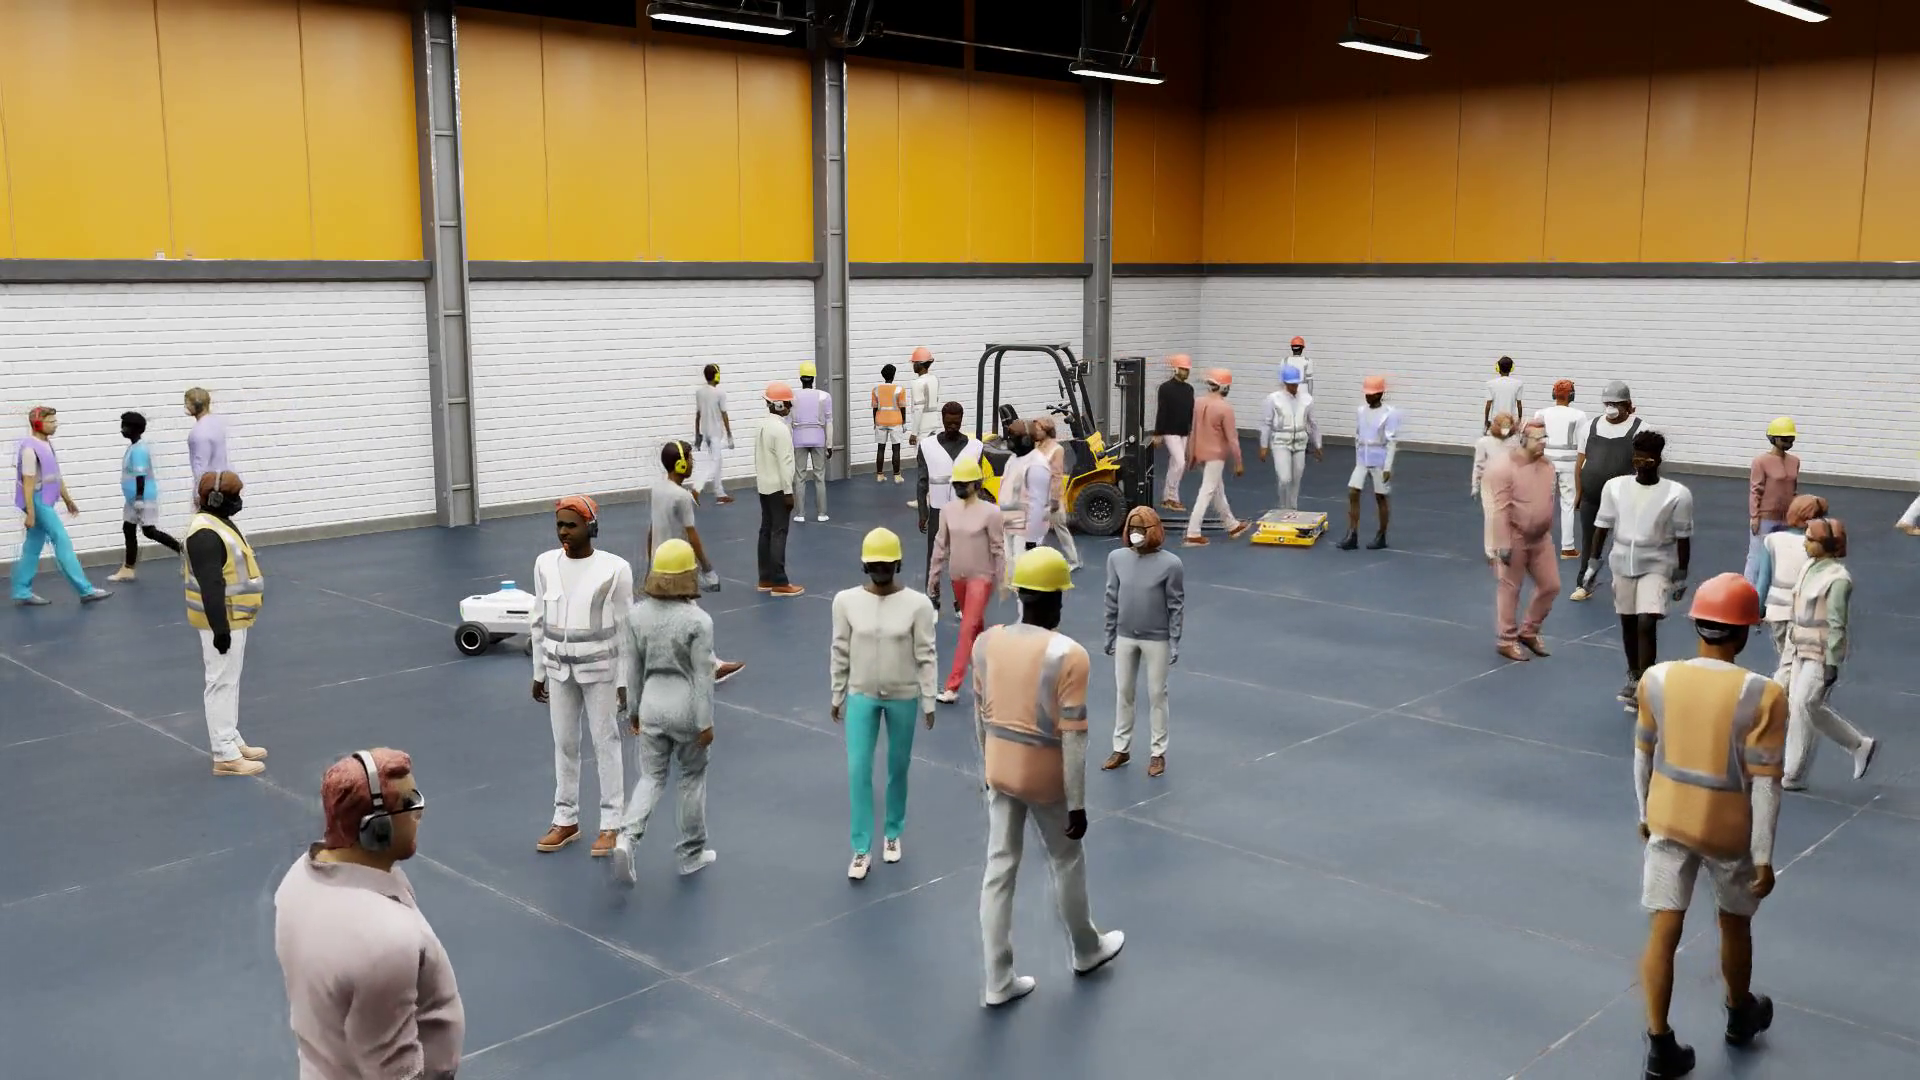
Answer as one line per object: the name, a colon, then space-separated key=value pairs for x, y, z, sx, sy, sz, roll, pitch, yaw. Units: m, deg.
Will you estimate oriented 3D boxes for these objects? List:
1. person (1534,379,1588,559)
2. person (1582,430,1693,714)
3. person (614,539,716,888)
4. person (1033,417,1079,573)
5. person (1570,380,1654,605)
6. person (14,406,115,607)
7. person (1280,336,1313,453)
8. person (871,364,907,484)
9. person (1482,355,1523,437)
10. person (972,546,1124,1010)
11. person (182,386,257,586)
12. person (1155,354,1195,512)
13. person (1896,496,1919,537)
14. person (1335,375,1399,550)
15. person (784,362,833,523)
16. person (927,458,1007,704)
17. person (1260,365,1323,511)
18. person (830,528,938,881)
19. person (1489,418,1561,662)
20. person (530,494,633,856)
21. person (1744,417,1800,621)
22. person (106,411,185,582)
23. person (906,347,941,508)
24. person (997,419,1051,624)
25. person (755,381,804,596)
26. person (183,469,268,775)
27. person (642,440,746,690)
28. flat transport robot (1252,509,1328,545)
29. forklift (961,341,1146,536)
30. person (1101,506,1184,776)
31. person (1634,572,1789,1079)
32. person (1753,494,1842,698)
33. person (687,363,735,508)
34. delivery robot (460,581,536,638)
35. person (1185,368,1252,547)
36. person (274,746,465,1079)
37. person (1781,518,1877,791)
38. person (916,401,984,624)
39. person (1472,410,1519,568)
person: x=6.297 y=-0.742 z=17.458 sx=0.574 sy=1.882 sz=0.356 roll=7 pitch=12 yaw=38
person: x=4.628 y=0.216 z=11.436 sx=0.632 sy=1.933 sz=0.846 roll=9 pitch=13 yaw=43
person: x=-1.441 y=0.853 z=8.161 sx=0.491 sy=1.720 sz=0.669 roll=3 pitch=10 yaw=19
person: x=0.864 y=-0.424 z=16.383 sx=0.851 sy=1.596 sz=0.530 roll=-7 pitch=12 yaw=-39
person: x=5.879 y=-0.427 z=15.044 sx=0.688 sy=2.000 sz=0.539 roll=7 pitch=11 yaw=36
person: x=-8.116 y=-0.299 z=14.956 sx=0.913 sy=1.801 sz=0.594 roll=-3 pitch=10 yaw=-19
person: x=5.532 y=-2.380 z=27.365 sx=0.542 sy=1.928 sz=0.374 roll=2 pitch=10 yaw=14
person: x=-1.003 y=-1.641 z=23.562 sx=0.532 sy=1.694 sz=0.320 roll=3 pitch=10 yaw=20
person: x=7.343 y=-1.561 z=22.504 sx=0.513 sy=1.876 sz=0.328 roll=1 pitch=9 yaw=8
person: x=0.374 y=0.958 z=6.976 sx=0.612 sy=1.893 sz=0.871 roll=7 pitch=12 yaw=37
person: x=-7.142 y=-0.505 z=15.858 sx=0.568 sy=1.928 sz=0.648 roll=-2 pitch=9 yaw=-10
person: x=2.760 y=-1.331 z=20.779 sx=0.656 sy=1.970 sz=0.634 roll=-9 pitch=13 yaw=-44
person: x=10.992 y=-0.875 z=18.576 sx=0.653 sy=1.796 sz=0.897 roll=-6 pitch=11 yaw=-32
person: x=4.361 y=-0.812 z=17.818 sx=0.801 sy=1.902 sz=0.568 roll=-8 pitch=12 yaw=-39
person: x=-1.812 y=-1.162 z=19.897 sx=0.586 sy=1.928 sz=0.364 roll=-1 pitch=9 yaw=-7
person: x=0.050 y=0.270 z=11.755 sx=0.549 sy=1.716 sz=0.926 roll=7 pitch=12 yaw=37
person: x=3.893 y=-1.085 z=19.438 sx=0.737 sy=1.913 sz=0.595 roll=-2 pitch=9 yaw=-10
person: x=-0.386 y=0.816 z=8.298 sx=0.547 sy=1.741 sz=0.711 roll=0 pitch=9 yaw=0
person: x=4.378 y=0.003 z=12.855 sx=0.651 sy=1.892 sz=0.458 roll=-4 pitch=10 yaw=-22
person: x=-1.961 y=0.699 z=8.622 sx=0.574 sy=1.883 sz=0.355 roll=3 pitch=10 yaw=15
person: x=7.044 y=-0.183 z=14.387 sx=0.524 sy=1.769 sz=0.315 roll=-4 pitch=10 yaw=-21
person: x=-7.914 y=-0.430 z=16.202 sx=0.771 sy=1.670 sz=0.539 roll=-6 pitch=11 yaw=-31
person: x=-0.479 y=-1.427 z=21.168 sx=0.375 sy=2.044 sz=0.605 roll=4 pitch=10 yaw=23
person: x=0.520 y=-0.078 z=13.542 sx=0.446 sy=1.830 sz=0.651 roll=-3 pitch=10 yaw=-16
person: x=-1.695 y=-0.480 z=15.510 sx=0.397 sy=1.992 sz=0.621 roll=-5 pitch=11 yaw=-29
person: x=-4.424 y=0.489 z=10.042 sx=0.429 sy=1.841 sz=0.623 roll=-3 pitch=10 yaw=-18
person: x=-1.951 y=0.206 z=11.832 sx=0.966 sy=1.824 sz=0.510 roll=-5 pitch=11 yaw=-28
flat transport robot: x=3.740 y=-0.154 z=18.781 sx=0.652 sy=0.197 sz=1.431 roll=3 pitch=10 yaw=19
forklift: x=0.977 y=-1.223 z=19.452 sx=2.313 sy=2.155 sz=1.214 roll=2 pitch=9 yaw=11
person: x=1.097 y=0.600 z=9.989 sx=0.501 sy=1.633 sz=0.283 roll=5 pitch=11 yaw=28
person: x=2.880 y=1.060 z=6.337 sx=0.575 sy=1.900 sz=0.902 roll=9 pitch=13 yaw=44
person: x=5.403 y=0.499 z=10.738 sx=0.861 sy=1.592 sz=0.543 roll=-6 pitch=11 yaw=-30
person: x=-3.202 y=-1.338 z=21.264 sx=0.522 sy=1.843 sz=0.833 roll=8 pitch=12 yaw=39
delivery robot: x=-3.576 y=0.567 z=13.202 sx=0.707 sy=0.478 sz=0.477 roll=1 pitch=9 yaw=3
person: x=2.888 y=-0.908 z=18.266 sx=1.013 sy=1.940 sz=0.654 roll=-5 pitch=10 yaw=-27
person: x=-1.503 y=1.434 z=4.125 sx=0.833 sy=1.877 sz=0.650 roll=-8 pitch=12 yaw=-40
person: x=5.001 y=0.666 z=9.608 sx=0.621 sy=1.618 sz=0.528 roll=1 pitch=9 yaw=6
person: x=-0.082 y=-0.242 z=14.298 sx=0.589 sy=1.914 sz=0.392 roll=-2 pitch=9 yaw=-12
person: x=5.510 y=-0.547 z=17.089 sx=0.517 sy=1.607 sz=0.626 roll=1 pitch=9 yaw=3
